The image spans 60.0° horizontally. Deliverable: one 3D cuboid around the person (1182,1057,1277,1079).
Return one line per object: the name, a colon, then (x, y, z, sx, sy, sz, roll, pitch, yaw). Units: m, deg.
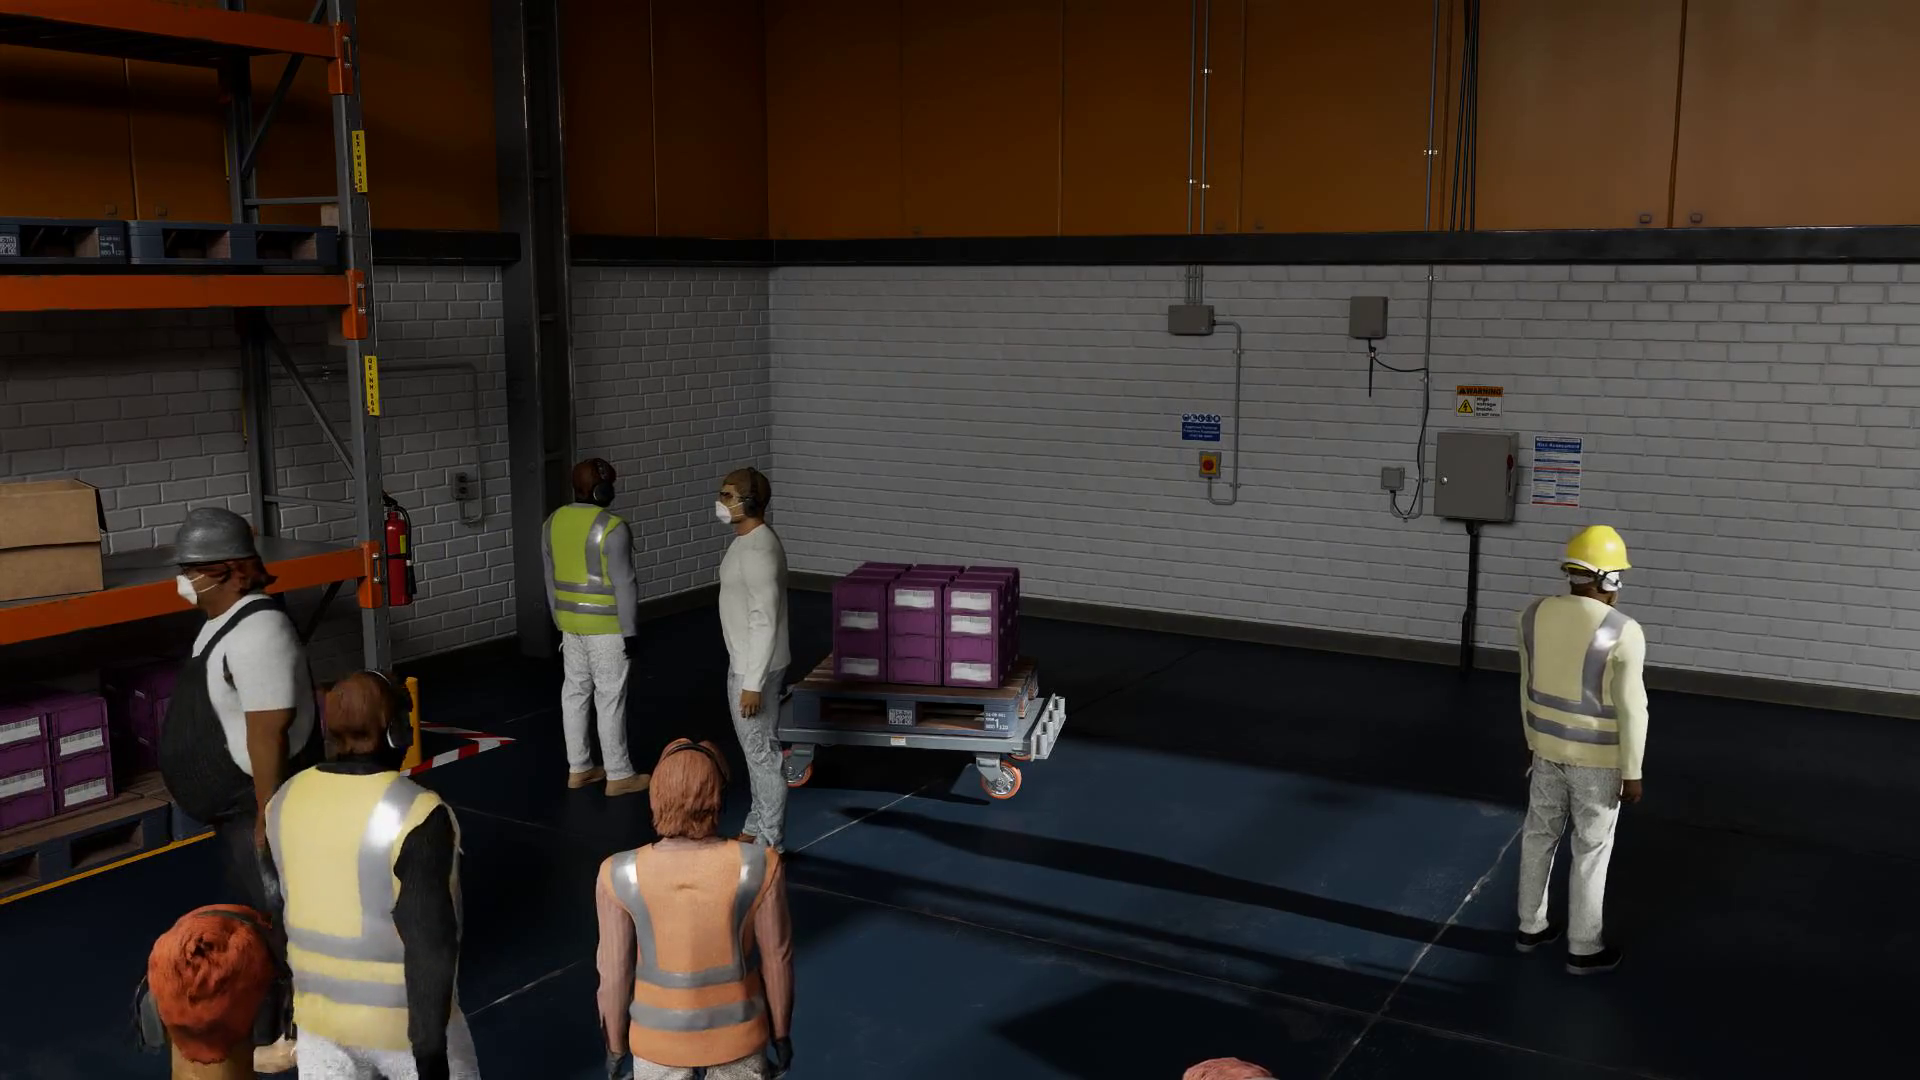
person: (0.354, 1.569, 2.086, 0.648, 1.902, 0.400, -3, 10, -20)

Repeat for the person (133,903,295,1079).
person: (-1.191, 1.503, 2.720, 0.586, 1.825, 0.910, -2, 9, -14)

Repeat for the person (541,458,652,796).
person: (-1.983, 0.471, 9.104, 0.622, 1.845, 0.430, 6, 11, 35)

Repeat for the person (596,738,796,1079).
person: (-0.686, 1.329, 4.368, 0.514, 1.642, 0.310, -1, 9, -7)

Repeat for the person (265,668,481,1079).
person: (-1.499, 1.227, 4.528, 0.644, 1.790, 0.967, 4, 10, 26)

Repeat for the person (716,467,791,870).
person: (-0.989, 0.616, 7.893, 0.369, 1.940, 0.631, -2, 9, -12)

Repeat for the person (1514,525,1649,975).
person: (2.549, 0.847, 6.809, 0.403, 1.825, 0.593, -5, 11, -31)

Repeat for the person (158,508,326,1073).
person: (-2.573, 0.870, 5.989, 0.544, 2.000, 0.693, -5, 11, -30)
